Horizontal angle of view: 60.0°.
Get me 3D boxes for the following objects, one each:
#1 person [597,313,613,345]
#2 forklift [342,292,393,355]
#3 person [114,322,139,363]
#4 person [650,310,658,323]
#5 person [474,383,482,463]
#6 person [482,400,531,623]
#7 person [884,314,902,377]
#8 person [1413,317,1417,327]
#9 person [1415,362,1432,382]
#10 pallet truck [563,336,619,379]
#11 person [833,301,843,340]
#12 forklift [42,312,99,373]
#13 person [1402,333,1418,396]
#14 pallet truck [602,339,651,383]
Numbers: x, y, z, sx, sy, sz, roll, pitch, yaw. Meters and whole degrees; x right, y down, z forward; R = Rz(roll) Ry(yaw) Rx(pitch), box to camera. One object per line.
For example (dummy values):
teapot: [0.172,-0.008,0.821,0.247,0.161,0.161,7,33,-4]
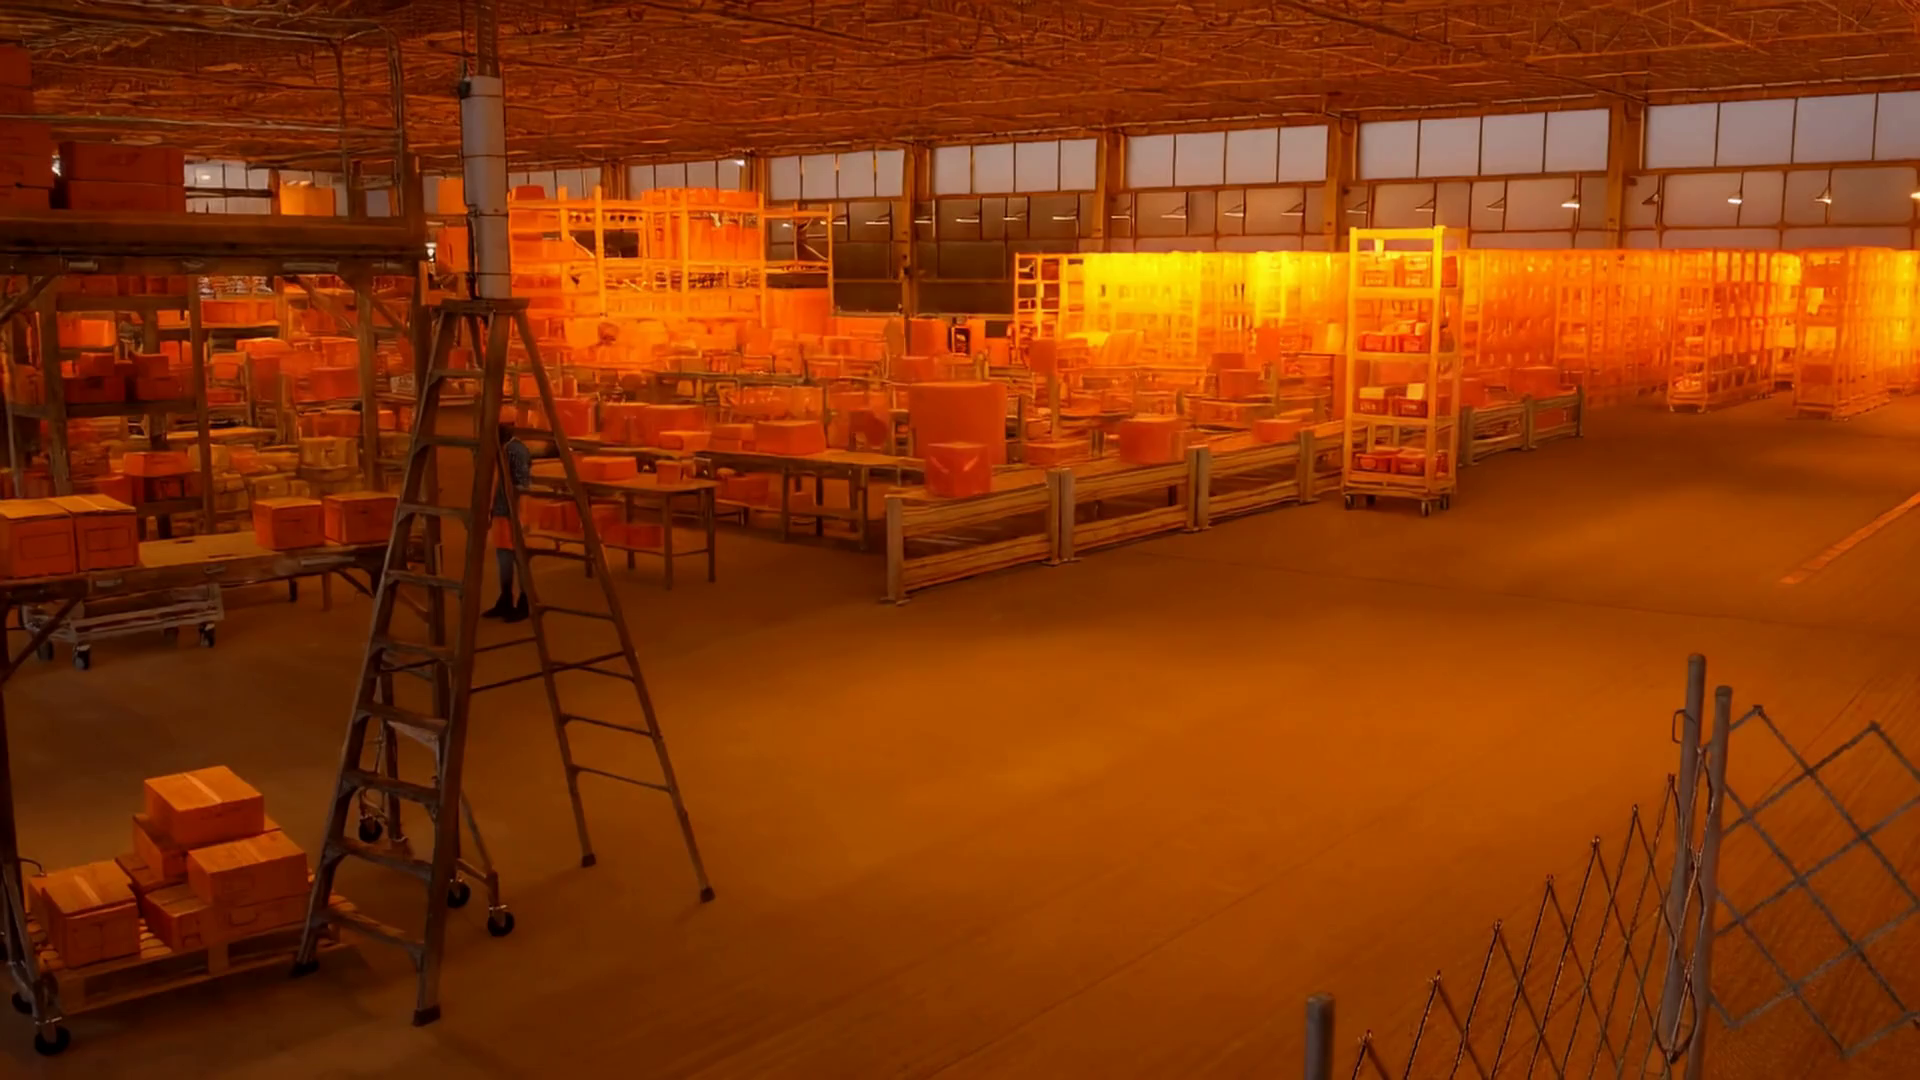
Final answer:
person: [-10.916,-6.045,51.086,0.599,1.814,0.415,6,11,31]
forklift: [-16.485,-5.622,45.120,1.129,2.768,1.873,7,11,37]
person: [-17.172,-3.492,34.425,0.391,2.045,0.608,3,9,16]
person: [-10.972,-7.335,59.372,0.534,1.738,0.786,7,12,38]
person: [-7.274,-1.878,25.654,0.521,1.612,0.529,-4,10,-24]
person: [-3.959,-0.247,14.494,0.545,1.942,0.352,7,12,39]
person: [-1.919,-5.632,48.392,0.661,1.854,1.017,-7,12,-38]
person: [12.924,-5.569,47.419,0.404,2.038,0.622,1,9,5]
person: [10.319,-3.817,37.128,0.572,1.823,0.518,-8,12,-41]
pallet truck: [-10.690,-5.294,48.215,1.601,1.201,0.680,-5,10,-26]
person: [-5.130,-9.014,69.331,0.968,1.913,0.606,6,11,33]
forklift: [-23.779,-5.451,44.052,1.873,2.768,1.129,7,11,36]
person: [9.757,-3.596,35.964,0.535,1.747,0.645,-7,11,-37]
pallet truck: [-8.991,-4.871,45.351,0.653,1.274,1.630,7,11,37]
